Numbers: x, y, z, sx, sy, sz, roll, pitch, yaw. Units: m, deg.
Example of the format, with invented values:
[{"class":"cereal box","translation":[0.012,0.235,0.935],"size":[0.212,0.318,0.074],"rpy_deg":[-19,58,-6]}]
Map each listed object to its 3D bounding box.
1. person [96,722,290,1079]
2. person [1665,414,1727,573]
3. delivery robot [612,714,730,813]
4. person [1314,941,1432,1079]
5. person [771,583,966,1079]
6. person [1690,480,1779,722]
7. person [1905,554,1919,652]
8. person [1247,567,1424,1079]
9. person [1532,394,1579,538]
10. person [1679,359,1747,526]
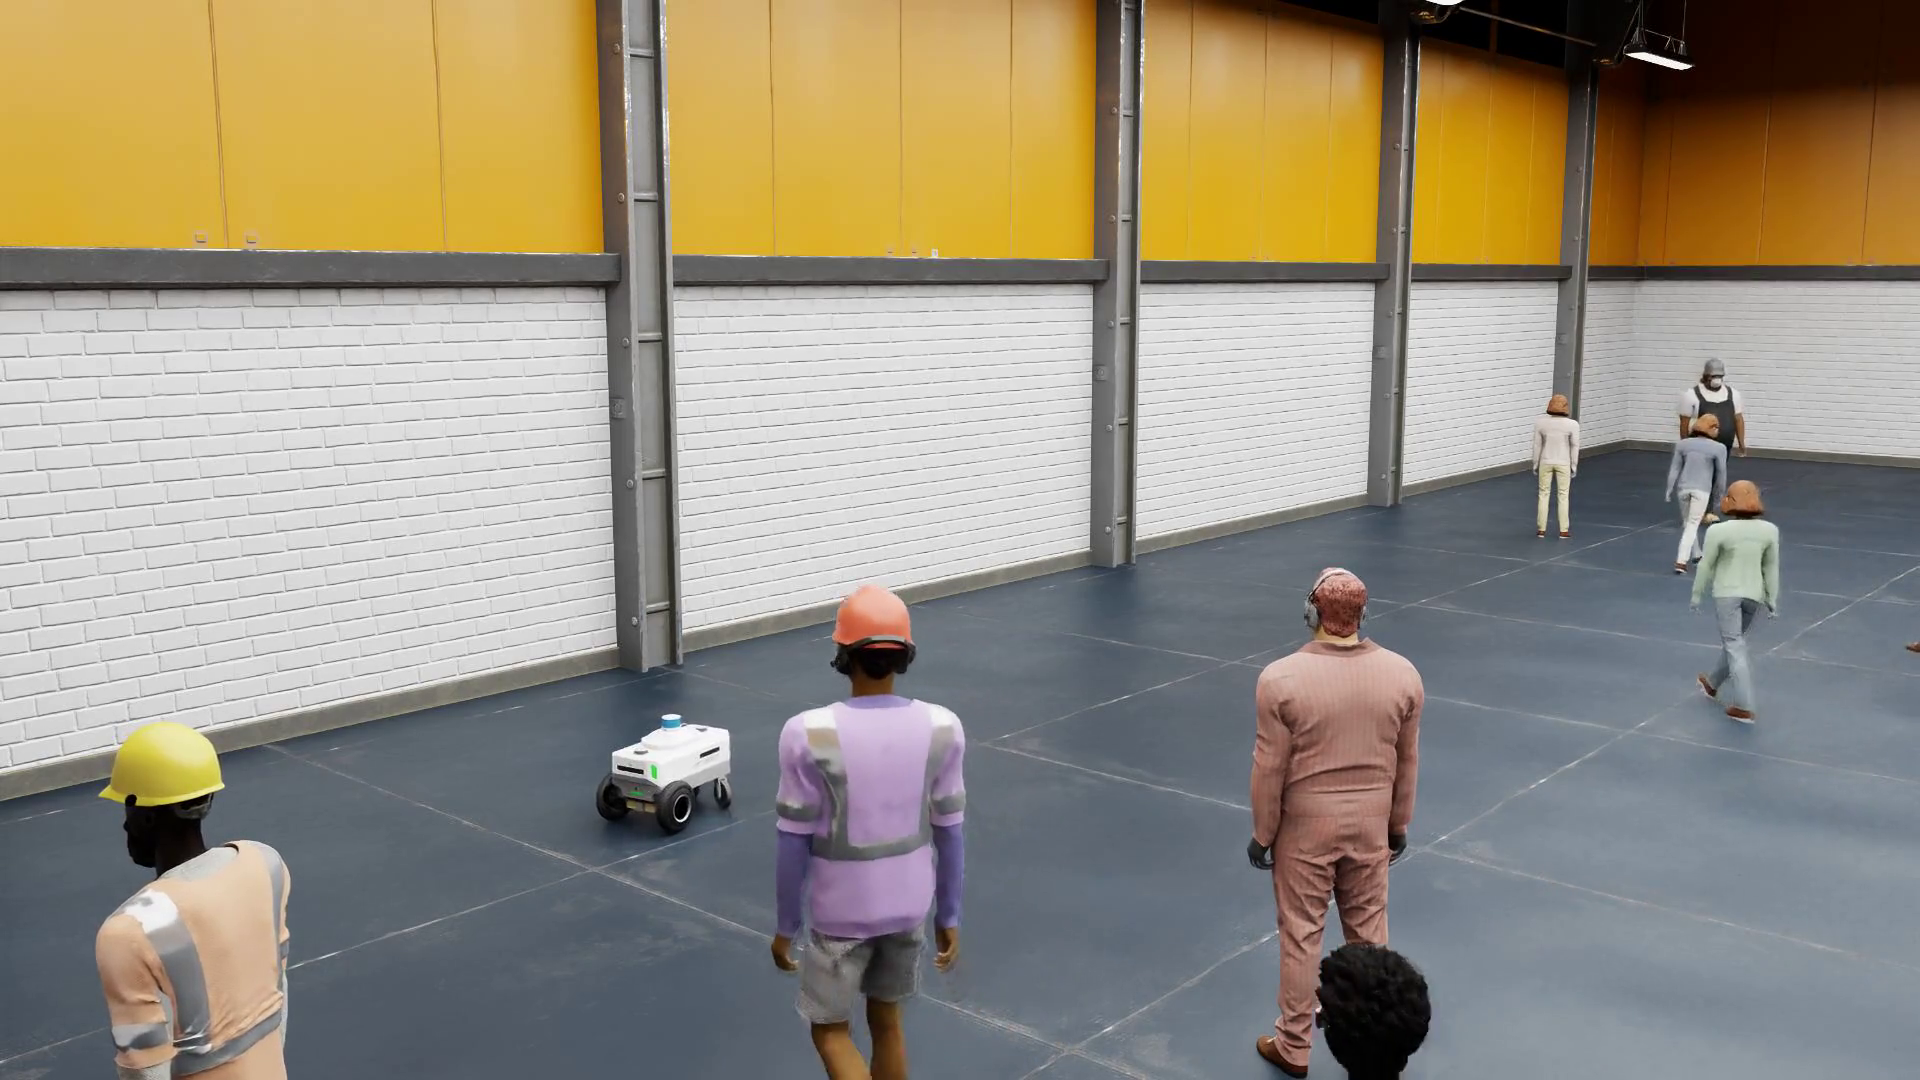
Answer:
[{"class":"person","translation":[-1.840,1.383,4.027],"size":[0.385,1.928,0.589],"rpy_deg":[2,9,12]},{"class":"person","translation":[7.414,-0.471,16.735],"size":[0.890,1.580,0.520],"rpy_deg":[-8,12,-42]},{"class":"delivery robot","translation":[-1.584,1.204,9.154],"size":[0.477,0.478,0.707],"rpy_deg":[5,10,29]},{"class":"person","translation":[0.801,1.614,3.310],"size":[0.553,1.684,0.363],"rpy_deg":[-4,10,-21]},{"class":"person","translation":[-0.249,1.153,5.159],"size":[0.613,2.027,0.741],"rpy_deg":[-4,10,-25]},{"class":"person","translation":[5.236,0.383,11.330],"size":[0.523,1.585,0.825],"rpy_deg":[-1,9,-6]},{"class":"person","translation":[7.713,-0.018,12.945],"size":[0.653,1.886,0.480],"rpy_deg":[-4,10,-24]},{"class":"person","translation":[1.372,1.047,6.191],"size":[0.642,1.913,0.408],"rpy_deg":[-2,9,-11]},{"class":"person","translation":[6.748,-0.835,18.870],"size":[0.501,1.633,0.285],"rpy_deg":[5,10,28]},{"class":"person","translation":[9.021,-1.208,19.943],"size":[0.691,2.000,1.014],"rpy_deg":[0,9,0]}]
